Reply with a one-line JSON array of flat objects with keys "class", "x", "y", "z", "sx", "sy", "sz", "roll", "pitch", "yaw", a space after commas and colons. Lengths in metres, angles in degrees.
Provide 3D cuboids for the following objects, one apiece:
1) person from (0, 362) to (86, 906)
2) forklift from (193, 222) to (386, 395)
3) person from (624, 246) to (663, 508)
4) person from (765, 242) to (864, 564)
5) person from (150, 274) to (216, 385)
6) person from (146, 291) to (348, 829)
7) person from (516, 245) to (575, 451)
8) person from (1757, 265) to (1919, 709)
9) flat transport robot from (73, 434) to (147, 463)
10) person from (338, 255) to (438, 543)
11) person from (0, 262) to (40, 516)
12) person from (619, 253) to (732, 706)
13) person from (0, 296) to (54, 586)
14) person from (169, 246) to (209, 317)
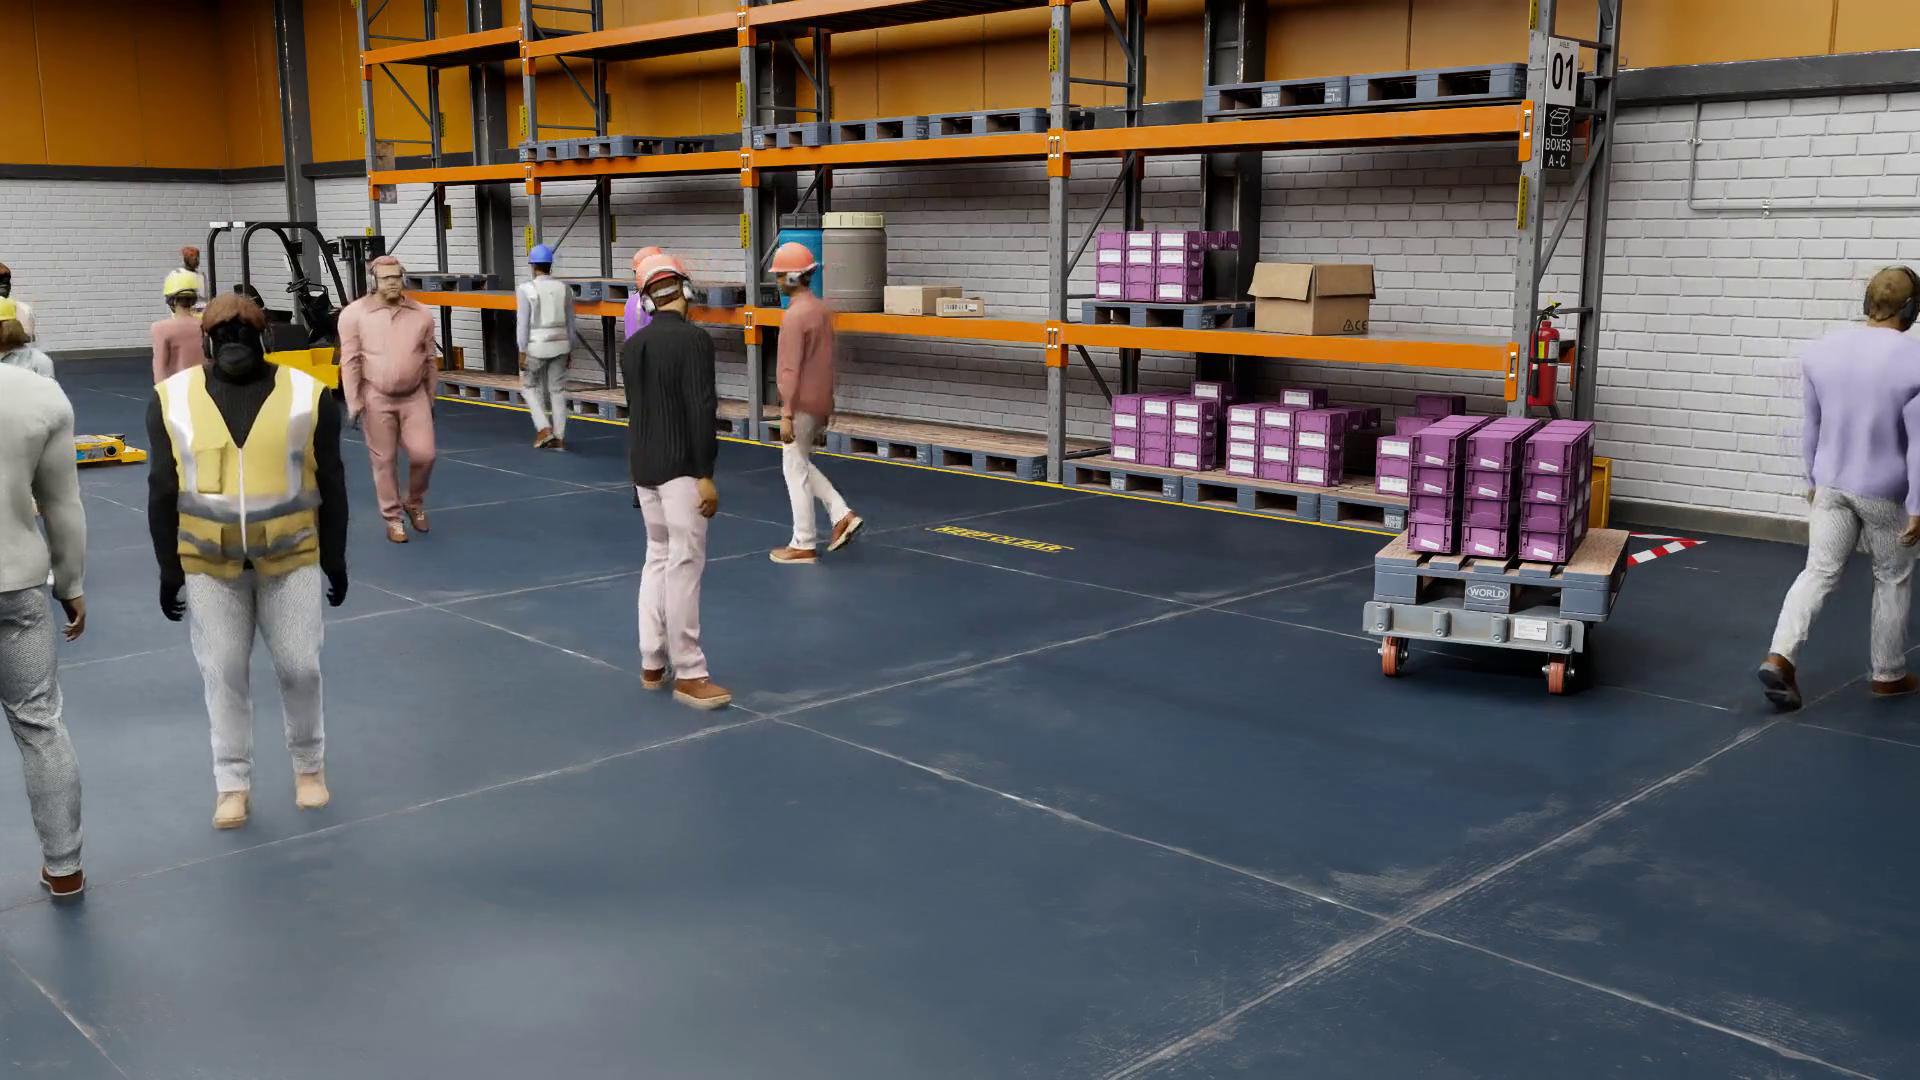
[{"class": "person", "x": -2.894, "y": 0.173, "z": 4.880, "sx": 0.635, "sy": 1.937, "sz": 0.352, "roll": -10, "pitch": 14, "yaw": -44}, {"class": "forklift", "x": -8.169, "y": -2.758, "z": 20.163, "sx": 2.313, "sy": 2.155, "sz": 1.214, "roll": -10, "pitch": 14, "yaw": -44}, {"class": "person", "x": -2.258, "y": -1.174, "z": 12.224, "sx": 0.360, "sy": 1.939, "sz": 0.543, "roll": -6, "pitch": 12, "yaw": -30}, {"class": "person", "x": -0.937, "y": -0.822, "z": 10.186, "sx": 0.497, "sy": 1.977, "sz": 0.640, "roll": 3, "pitch": 11, "yaw": 14}, {"class": "person", "x": -5.648, "y": -1.051, "z": 12.090, "sx": 0.722, "sy": 1.741, "sz": 0.543, "roll": 8, "pitch": 13, "yaw": 37}, {"class": "person", "x": -2.439, "y": 0.071, "z": 5.735, "sx": 0.630, "sy": 1.846, "sz": 0.429, "roll": -3, "pitch": 11, "yaw": -18}, {"class": "person", "x": -3.878, "y": -1.787, "z": 15.585, "sx": 0.440, "sy": 1.928, "sz": 0.640, "roll": 10, "pitch": 15, "yaw": 44}, {"class": "person", "x": 3.826, "y": -0.211, "z": 7.084, "sx": 0.917, "sy": 1.908, "sz": 0.631, "roll": -7, "pitch": 13, "yaw": -35}, {"class": "flat transport robot", "x": -7.964, "y": -0.758, "z": 14.507, "sx": 1.431, "sy": 0.197, "sz": 0.652, "roll": -10, "pitch": 14, "yaw": -44}, {"class": "person", "x": -3.732, "y": -0.918, "z": 10.962, "sx": 0.647, "sy": 1.893, "sz": 0.437, "roll": -6, "pitch": 12, "yaw": -31}, {"class": "person", "x": -6.792, "y": -1.054, "z": 11.837, "sx": 0.429, "sy": 1.843, "sz": 0.633, "roll": 4, "pitch": 11, "yaw": 22}, {"class": "person", "x": -1.210, "y": -0.270, "z": 7.311, "sx": 0.393, "sy": 1.949, "sz": 0.774, "roll": -10, "pitch": 14, "yaw": -42}, {"class": "person", "x": -5.300, "y": -0.525, "z": 9.345, "sx": 0.499, "sy": 1.697, "sz": 0.900, "roll": -2, "pitch": 11, "yaw": -10}, {"class": "person", "x": -10.158, "y": -2.942, "z": 22.027, "sx": 0.500, "sy": 1.875, "sz": 0.608, "roll": 5, "pitch": 12, "yaw": 26}]
